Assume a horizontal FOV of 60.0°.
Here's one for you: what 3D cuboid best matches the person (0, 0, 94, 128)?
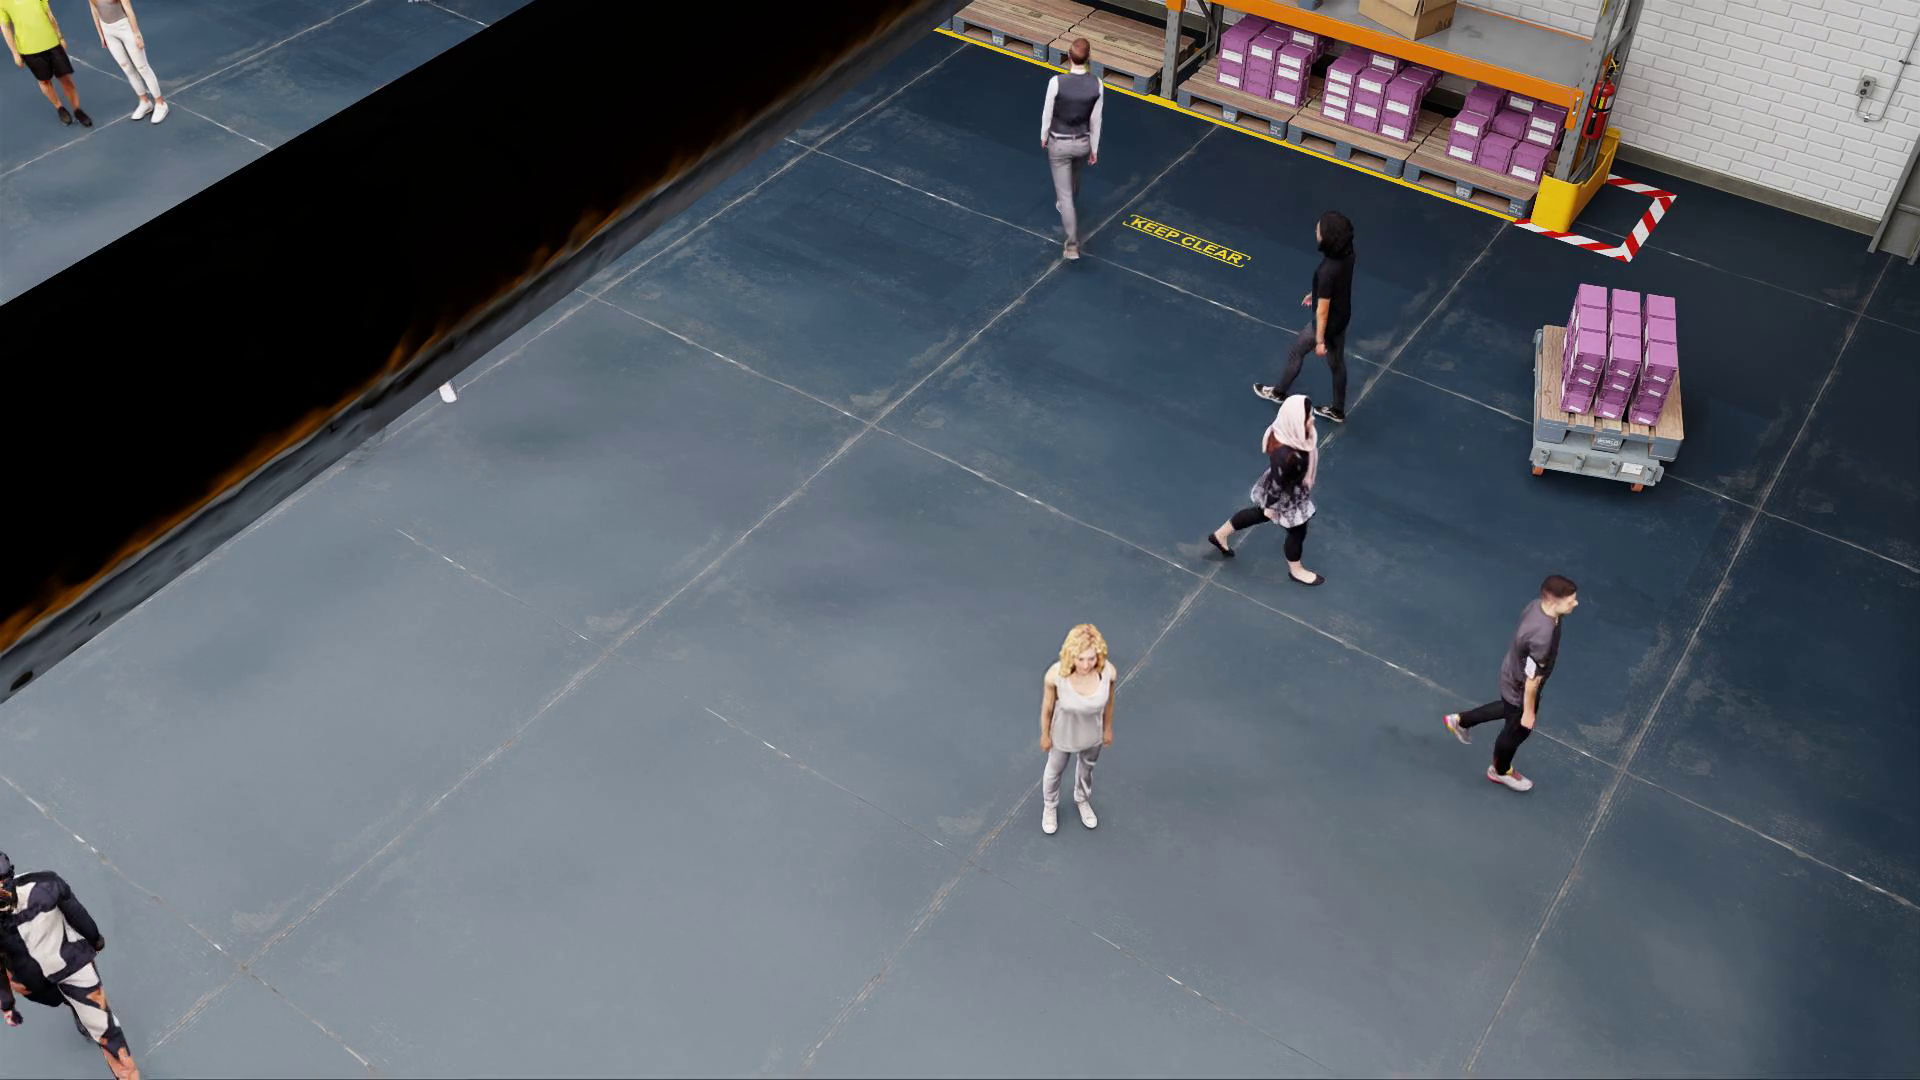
[{"bbox_3d":[-8.855,-4.784,15.920,0.767,1.691,0.809,-28,50,-26],"label":"person"}]

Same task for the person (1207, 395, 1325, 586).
[{"bbox_3d":[2.119,-0.365,11.346,1.168,1.603,0.842,12,45,12],"label":"person"}]

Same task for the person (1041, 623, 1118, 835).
[{"bbox_3d":[0.690,1.089,9.770,0.674,1.670,0.738,-6,44,-6],"label":"person"}]

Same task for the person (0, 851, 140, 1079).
[{"bbox_3d":[-4.697,2.130,8.545,1.048,1.853,1.304,-20,47,-20],"label":"person"}]

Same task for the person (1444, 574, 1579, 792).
[{"bbox_3d":[3.303,0.835,9.979,0.904,1.749,0.724,18,47,18],"label":"person"}]

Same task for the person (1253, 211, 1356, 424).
[{"bbox_3d":[2.850,-1.626,12.522,0.999,1.805,0.698,32,52,29],"label":"person"}]

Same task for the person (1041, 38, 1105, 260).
[{"bbox_3d":[0.956,-3.316,14.230,1.217,1.897,1.299,-8,44,-8],"label":"person"}]

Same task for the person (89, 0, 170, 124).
[{"bbox_3d":[-8.051,-4.871,15.993,0.606,1.716,0.727,6,44,7],"label":"person"}]
